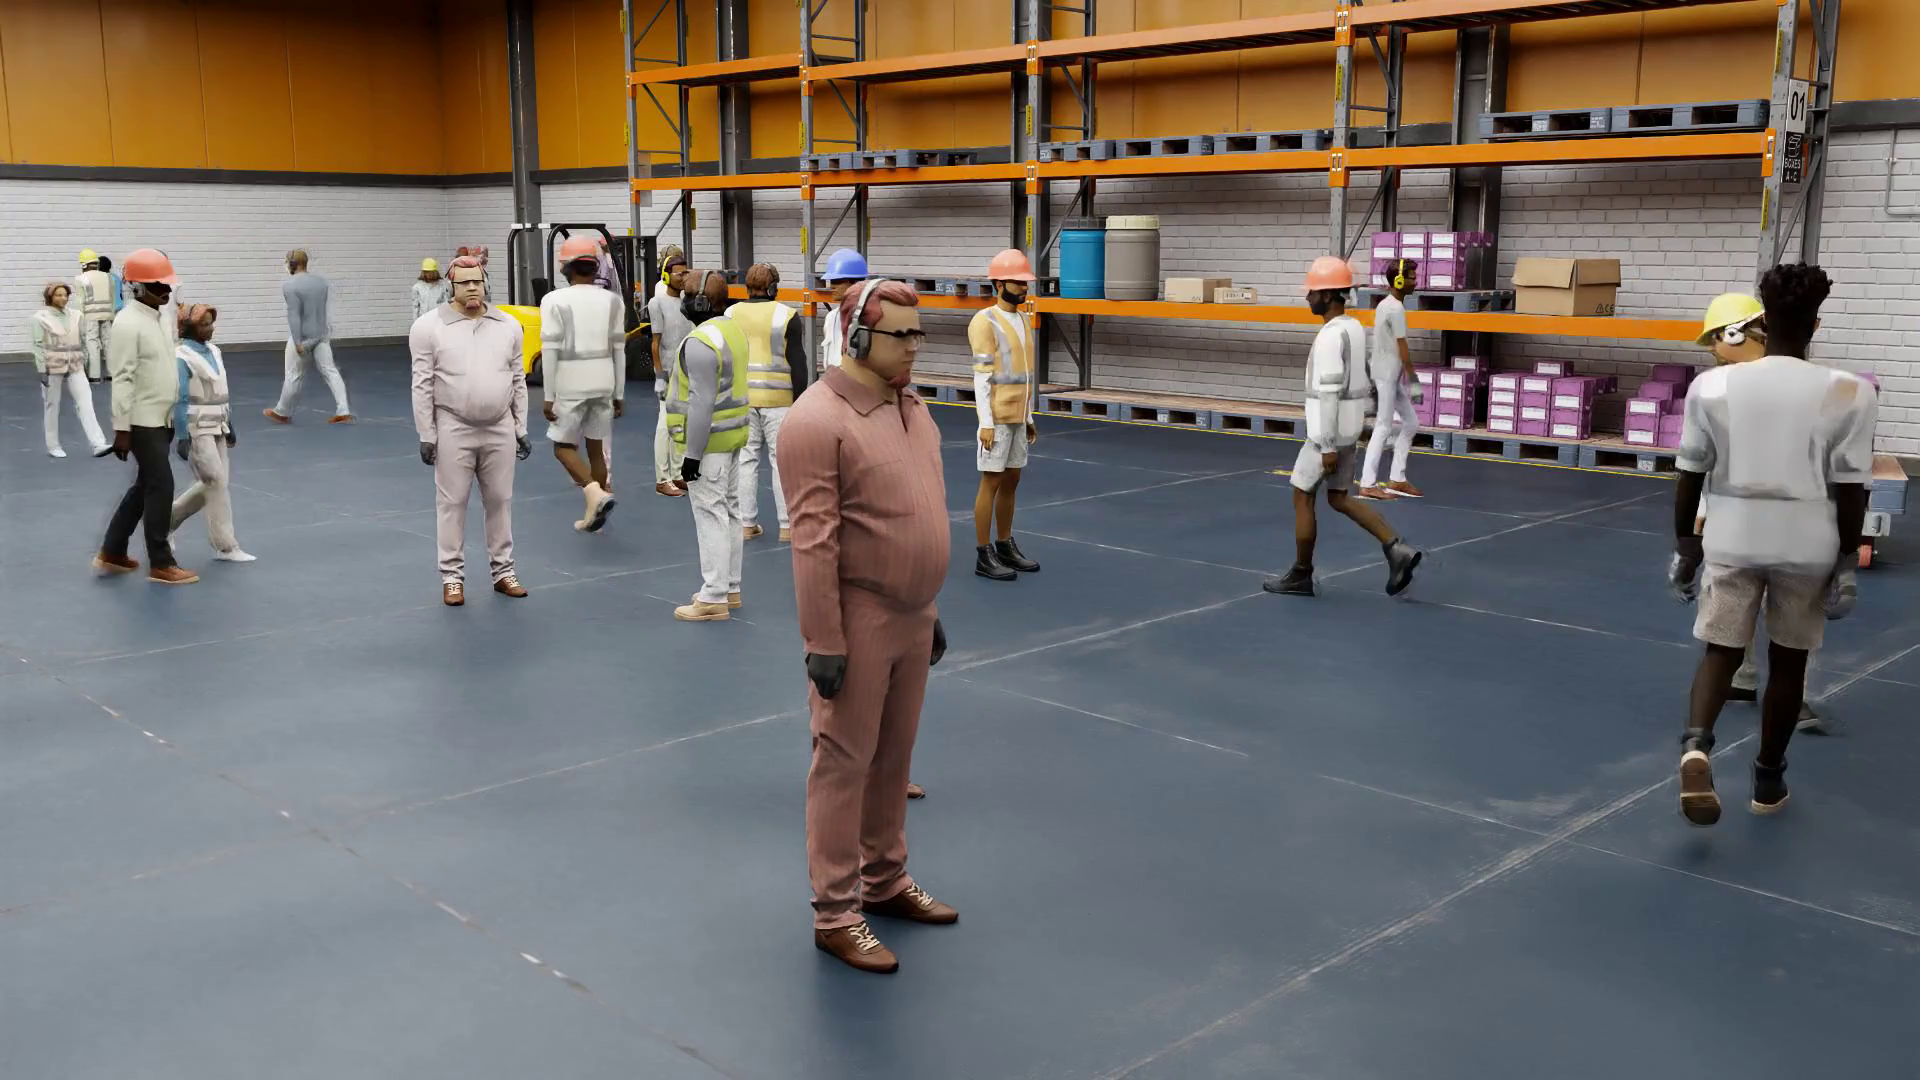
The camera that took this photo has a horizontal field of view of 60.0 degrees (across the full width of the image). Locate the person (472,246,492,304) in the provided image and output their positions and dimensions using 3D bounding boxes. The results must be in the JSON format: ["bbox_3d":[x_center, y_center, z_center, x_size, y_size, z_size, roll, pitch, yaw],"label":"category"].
[{"bbox_3d":[-6.953,-3.222,23.580,0.803,1.872,0.664,-5,11,-23],"label":"person"}]

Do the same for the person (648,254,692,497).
[{"bbox_3d":[-2.214,-1.284,13.009,0.328,1.873,0.520,5,11,24],"label":"person"}]

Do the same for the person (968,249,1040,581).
[{"bbox_3d":[0.286,-0.740,9.858,0.360,1.939,0.543,7,12,32],"label":"person"}]

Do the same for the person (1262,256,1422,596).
[{"bbox_3d":[2.127,-0.603,9.193,0.784,1.915,0.553,7,12,33],"label":"person"}]

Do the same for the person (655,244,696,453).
[{"bbox_3d":[-2.638,-1.780,15.530,0.356,1.938,0.633,4,11,21],"label":"person"}]

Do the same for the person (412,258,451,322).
[{"bbox_3d":[-6.848,-2.788,21.620,0.487,1.729,0.450,-3,11,-17],"label":"person"}]

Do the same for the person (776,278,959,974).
[{"bbox_3d":[-0.226,0.227,4.684,0.410,1.906,0.642,5,12,27],"label":"person"}]

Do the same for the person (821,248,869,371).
[{"bbox_3d":[-0.642,-0.780,10.063,0.408,1.944,0.608,-8,13,-37],"label":"person"}]

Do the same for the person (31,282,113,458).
[{"bbox_3d":[-8.043,-1.516,14.995,0.834,1.592,0.548,6,12,32],"label":"person"}]

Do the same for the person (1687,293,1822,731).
[{"bbox_3d":[3.331,-0.122,6.933,0.414,1.785,0.743,-2,11,-11],"label":"person"}]

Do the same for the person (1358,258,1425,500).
[{"bbox_3d":[3.364,-1.207,12.650,0.649,1.845,0.517,2,11,13],"label":"person"}]

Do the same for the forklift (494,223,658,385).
[{"bbox_3d":[-5.316,-3.263,22.920,2.313,2.155,1.214,-10,14,-44],"label":"forklift"}]

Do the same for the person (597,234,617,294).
[{"bbox_3d":[-5.547,-3.803,26.294,0.394,2.038,0.605,-3,11,-14],"label":"person"}]

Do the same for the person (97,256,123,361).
[{"bbox_3d":[-13.662,-3.711,26.762,0.361,1.684,0.612,2,11,13],"label":"person"}]

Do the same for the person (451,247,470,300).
[{"bbox_3d":[-8.316,-3.997,27.947,0.588,1.812,0.991,0,10,1],"label":"person"}]

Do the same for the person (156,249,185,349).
[{"bbox_3d":[-8.874,-2.294,18.540,0.521,1.865,0.327,-5,11,-24],"label":"person"}]

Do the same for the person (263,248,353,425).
[{"bbox_3d":[-6.983,-2.159,17.765,1.039,1.884,0.652,4,11,22],"label":"person"}]

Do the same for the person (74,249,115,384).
[{"bbox_3d":[-11.805,-3.041,22.688,0.404,1.836,0.590,5,11,24],"label":"person"}]

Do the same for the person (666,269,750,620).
[{"bbox_3d":[-1.335,-0.498,8.805,0.429,1.844,0.627,2,11,9],"label":"person"}]

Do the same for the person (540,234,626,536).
[{"bbox_3d":[-2.458,-1.001,11.029,0.607,2.031,0.604,-9,13,-39],"label":"person"}]

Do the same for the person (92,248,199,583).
[{"bbox_3d":[-4.805,-0.706,9.665,0.709,1.956,0.647,-1,10,-7],"label":"person"}]

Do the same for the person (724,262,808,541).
[{"bbox_3d":[-1.287,-0.908,11.037,0.619,1.845,0.430,3,11,17],"label":"person"}]

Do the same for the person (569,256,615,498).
[{"bbox_3d":[-2.958,-1.333,13.068,0.609,1.963,0.939,-4,11,-23],"label":"person"}]

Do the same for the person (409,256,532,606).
[{"bbox_3d":[-2.680,-0.602,9.193,0.647,1.908,0.409,-7,13,-34],"label":"person"}]

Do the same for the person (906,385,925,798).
[{"bbox_3d":[-0.311,0.146,5.858,0.282,1.634,0.498,10,14,43],"label":"person"}]

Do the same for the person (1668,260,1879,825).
[{"bbox_3d":[2.720,0.033,5.636,0.611,1.944,0.766,8,13,36],"label":"person"}]

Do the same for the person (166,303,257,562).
[{"bbox_3d":[-4.747,-0.663,10.323,0.657,1.618,0.521,0,10,1],"label":"person"}]
